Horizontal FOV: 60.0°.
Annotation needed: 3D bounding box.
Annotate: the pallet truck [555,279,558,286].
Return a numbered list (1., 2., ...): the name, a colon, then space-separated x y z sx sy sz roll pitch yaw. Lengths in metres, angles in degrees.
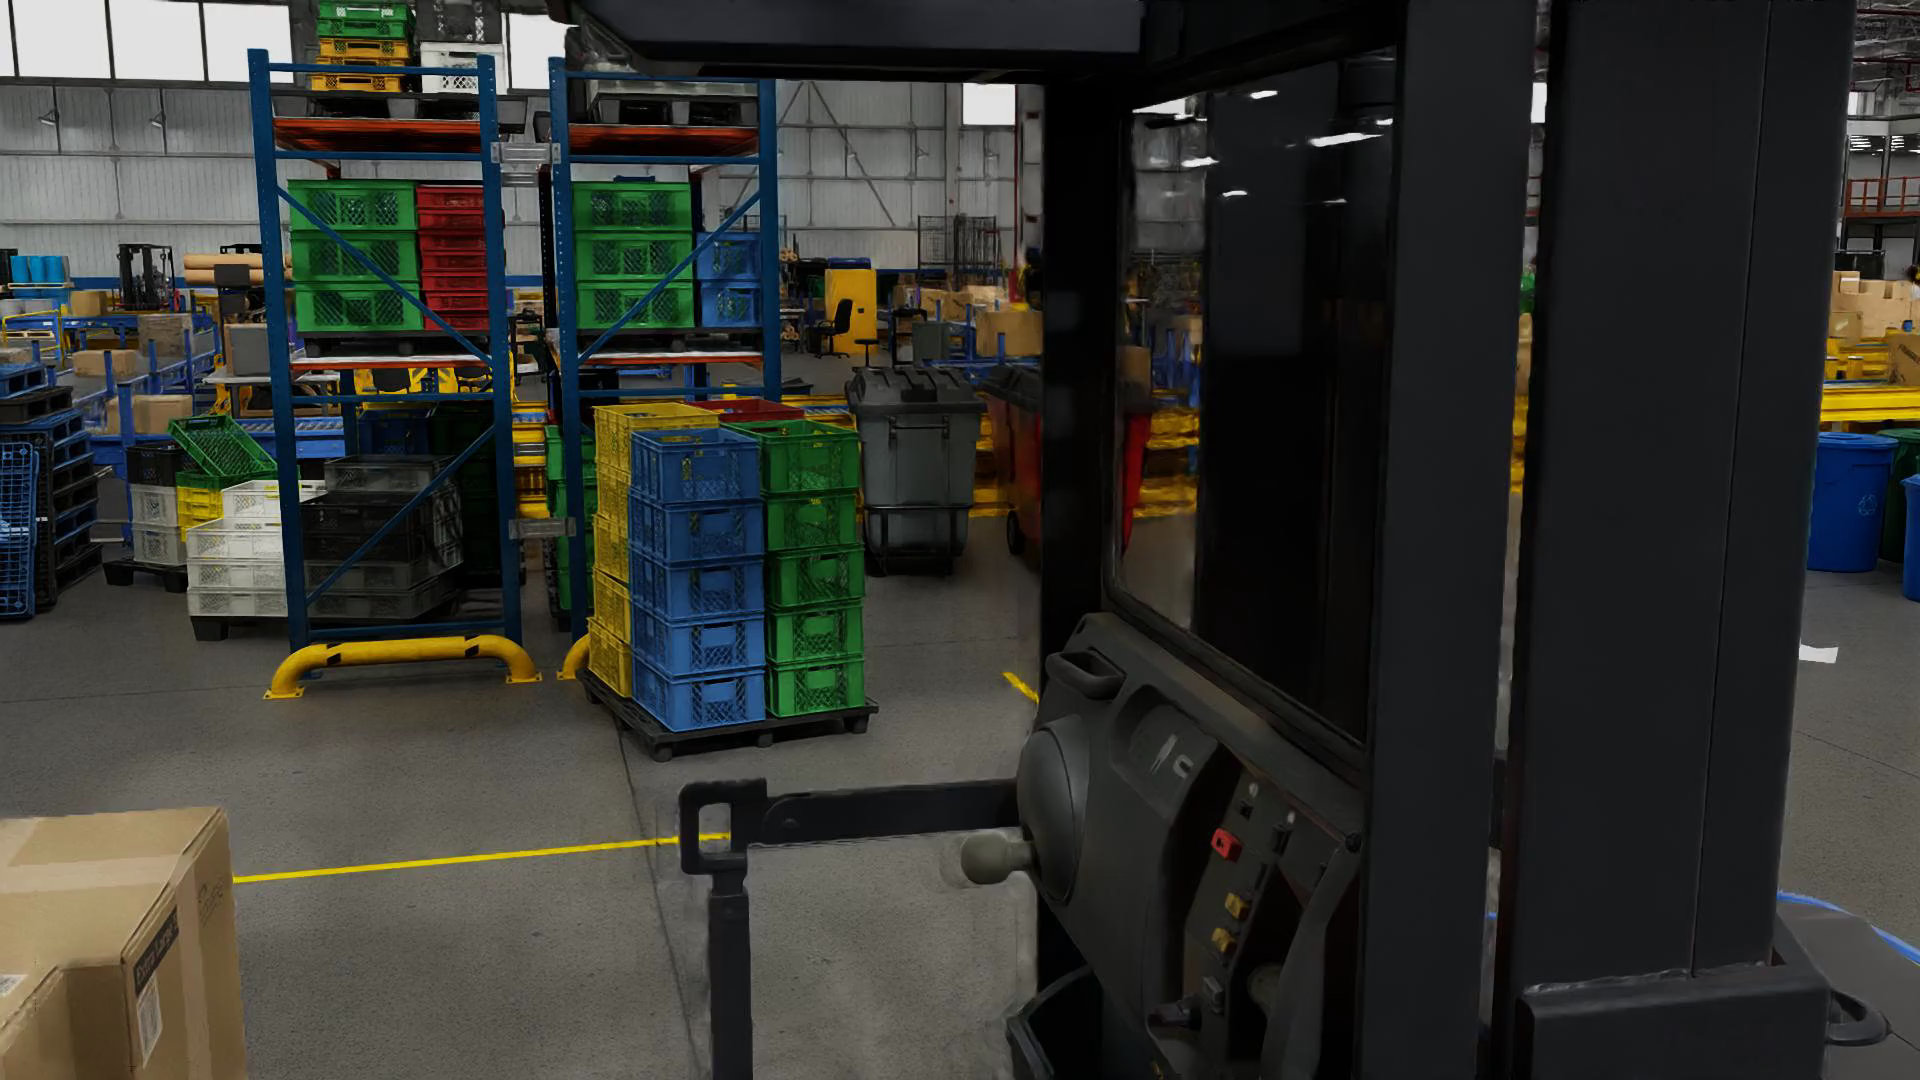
1. pallet truck: -10.604 -6.375 44.520 0.653 1.274 1.630 -3 10 -15

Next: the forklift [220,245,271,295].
1. forklift: -17.749 -6.334 41.440 1.157 1.987 2.680 -3 10 -17

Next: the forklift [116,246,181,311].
1. forklift: -19.966 -6.232 40.894 1.157 1.987 2.680 -3 10 -15

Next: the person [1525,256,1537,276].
1. person: 18.617 -8.319 54.078 0.577 1.820 1.028 -3 11 -18

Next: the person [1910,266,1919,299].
1. person: 15.316 -3.509 26.823 0.959 1.835 0.530 5 11 26
